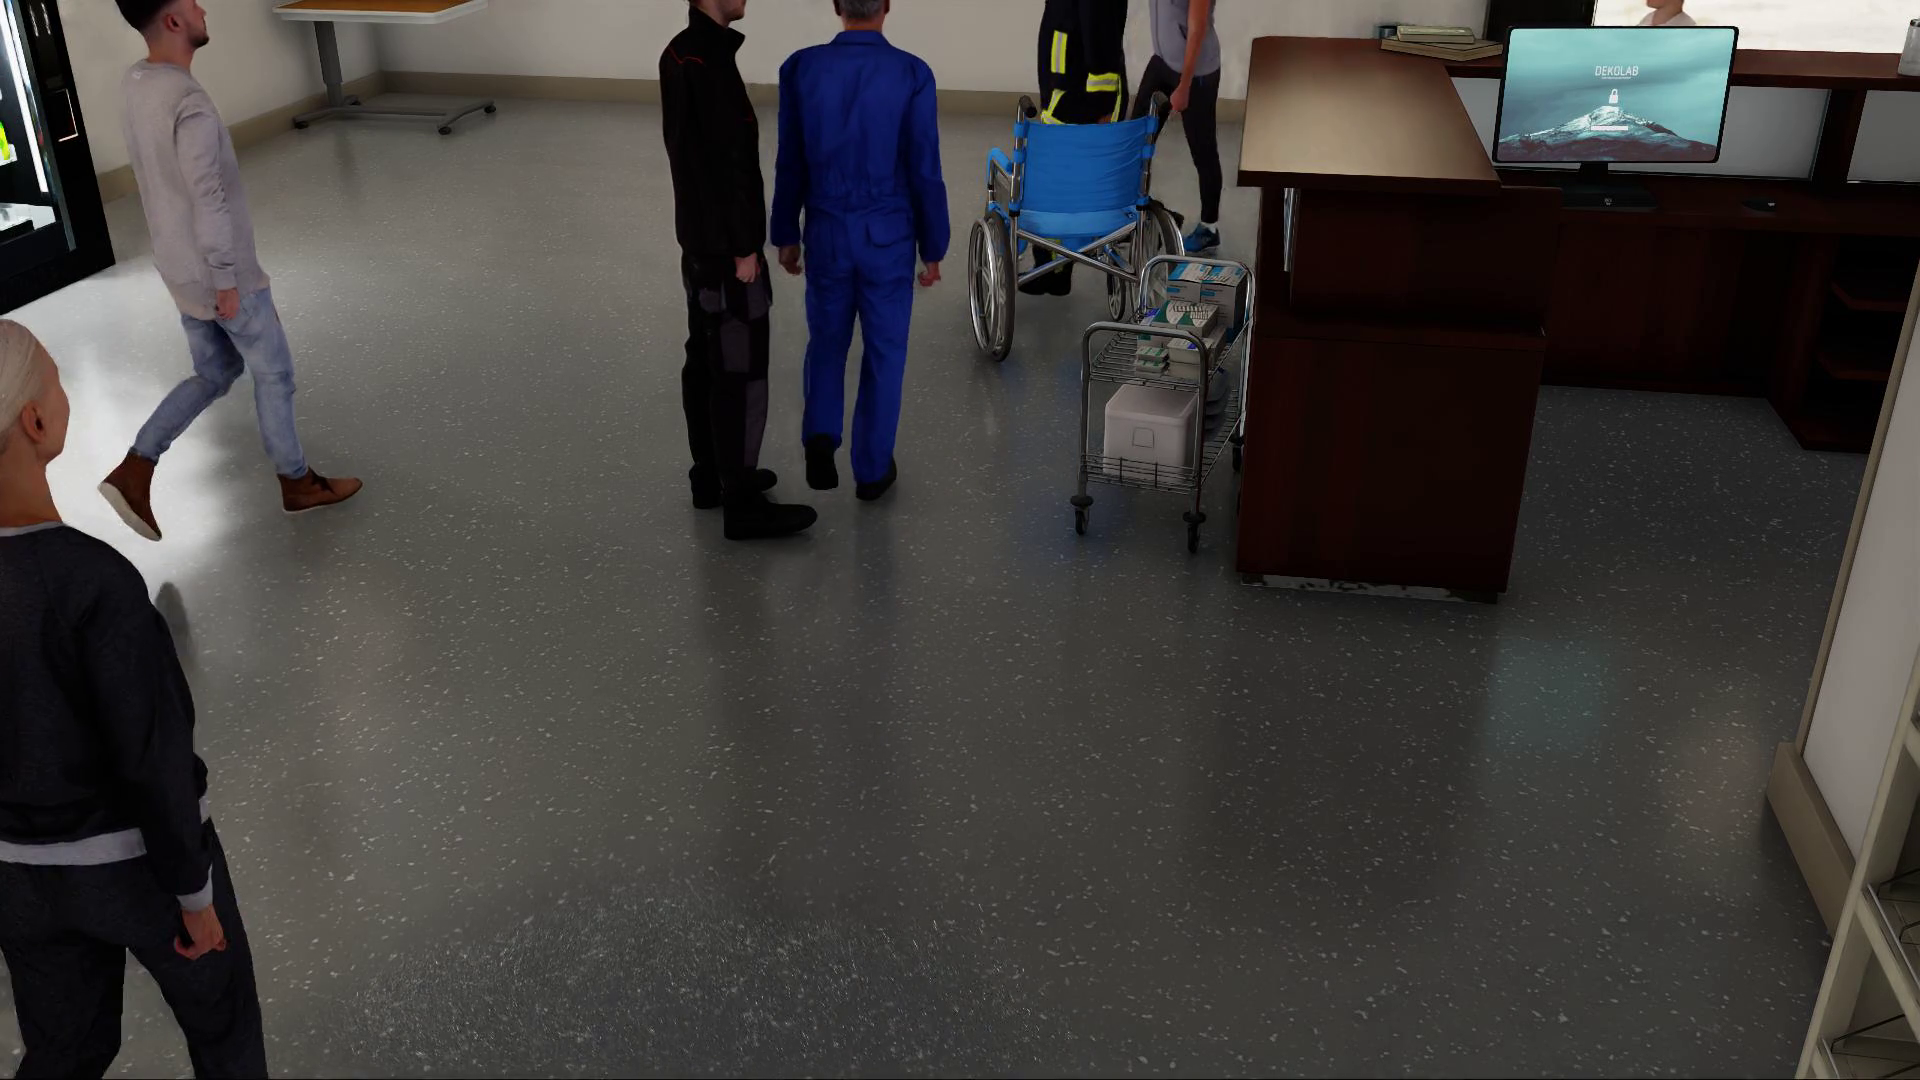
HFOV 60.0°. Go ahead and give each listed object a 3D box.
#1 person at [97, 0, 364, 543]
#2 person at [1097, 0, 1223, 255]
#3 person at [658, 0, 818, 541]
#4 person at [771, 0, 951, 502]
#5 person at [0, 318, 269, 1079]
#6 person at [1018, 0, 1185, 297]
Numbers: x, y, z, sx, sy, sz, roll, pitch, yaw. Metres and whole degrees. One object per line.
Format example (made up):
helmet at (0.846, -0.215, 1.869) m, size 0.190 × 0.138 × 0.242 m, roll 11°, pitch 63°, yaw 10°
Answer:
person at (-2.433, -0.846, 5.238) m, size 1.043 × 1.818 × 1.196 m, roll 23°, pitch 34°, yaw 39°
person at (1.196, -2.314, 8.306) m, size 1.058 × 1.796 × 1.017 m, roll -14°, pitch 29°, yaw -27°
person at (-0.754, -0.950, 5.343) m, size 0.841 × 1.913 × 0.738 m, roll -11°, pitch 28°, yaw -22°
person at (-0.351, -0.949, 5.463) m, size 0.751 × 1.808 × 0.764 m, roll 5°, pitch 26°, yaw 10°
person at (-1.376, 0.517, 2.536) m, size 0.631 × 1.709 × 0.951 m, roll 4°, pitch 26°, yaw 8°
person at (0.649, -2.032, 7.618) m, size 1.026 × 1.886 × 1.132 m, roll -2°, pitch 26°, yaw -5°
